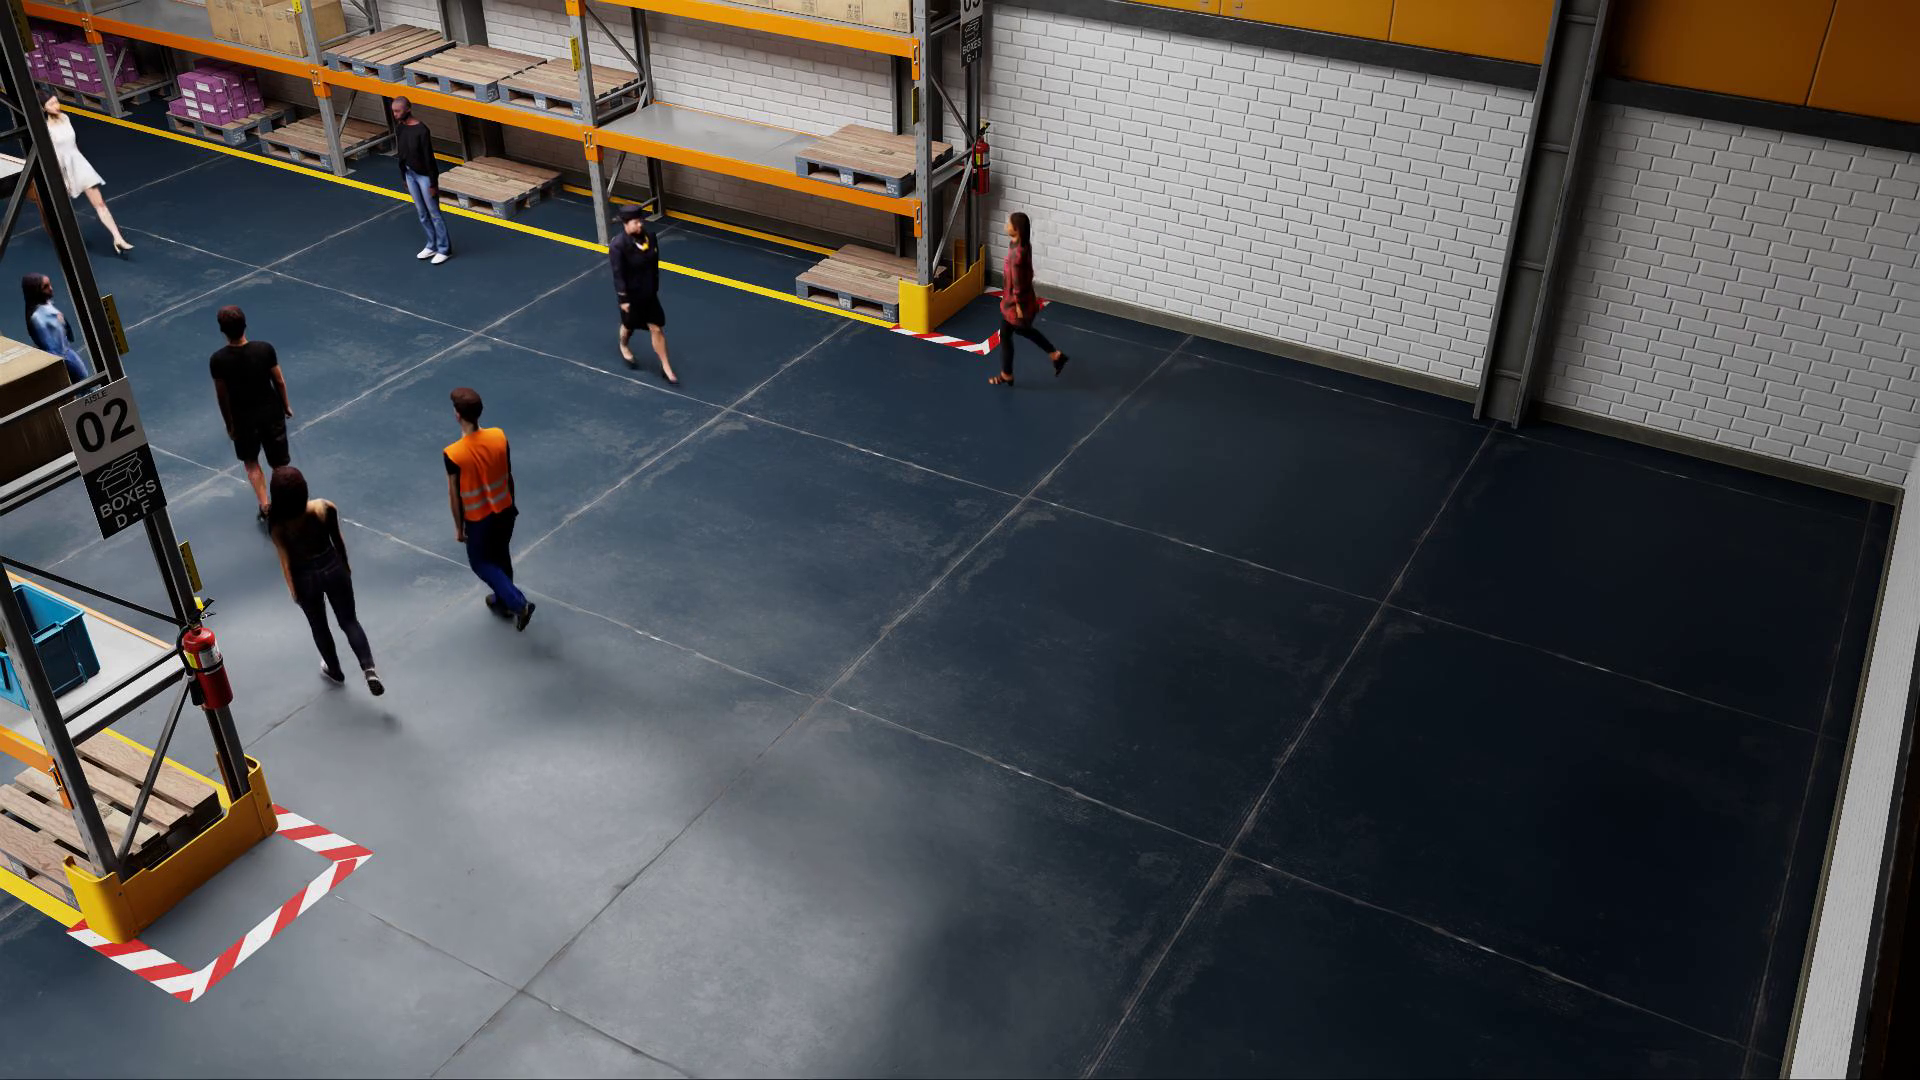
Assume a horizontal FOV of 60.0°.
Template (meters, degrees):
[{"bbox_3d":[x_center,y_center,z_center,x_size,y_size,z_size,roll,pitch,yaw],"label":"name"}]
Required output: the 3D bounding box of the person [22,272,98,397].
[{"bbox_3d":[-7.491,-1.367,13.611,1.225,1.664,1.155,-10,35,-15],"label":"person"}]

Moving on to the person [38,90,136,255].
[{"bbox_3d":[-9.260,-3.761,17.153,1.182,1.729,0.717,13,36,18],"label":"person"}]

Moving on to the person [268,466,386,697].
[{"bbox_3d":[-4.181,0.312,11.008,0.852,1.749,1.096,-25,41,-32],"label":"person"}]

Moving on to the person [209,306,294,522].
[{"bbox_3d":[-5.362,-0.892,12.726,0.780,1.851,0.804,-17,37,-24],"label":"person"}]

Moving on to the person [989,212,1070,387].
[{"bbox_3d":[0.600,-2.099,14.694,1.020,1.682,0.778,7,34,10],"label":"person"}]

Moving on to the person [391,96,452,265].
[{"bbox_3d":[-5.526,-3.721,17.079,0.506,1.744,0.667,15,36,21],"label":"person"}]

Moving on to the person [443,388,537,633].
[{"bbox_3d":[-3.251,-0.165,11.616,1.020,1.869,0.797,27,42,34],"label":"person"}]

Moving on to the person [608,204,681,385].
[{"bbox_3d":[-2.934,-2.217,14.921,1.154,1.629,0.884,28,43,36],"label":"person"}]
